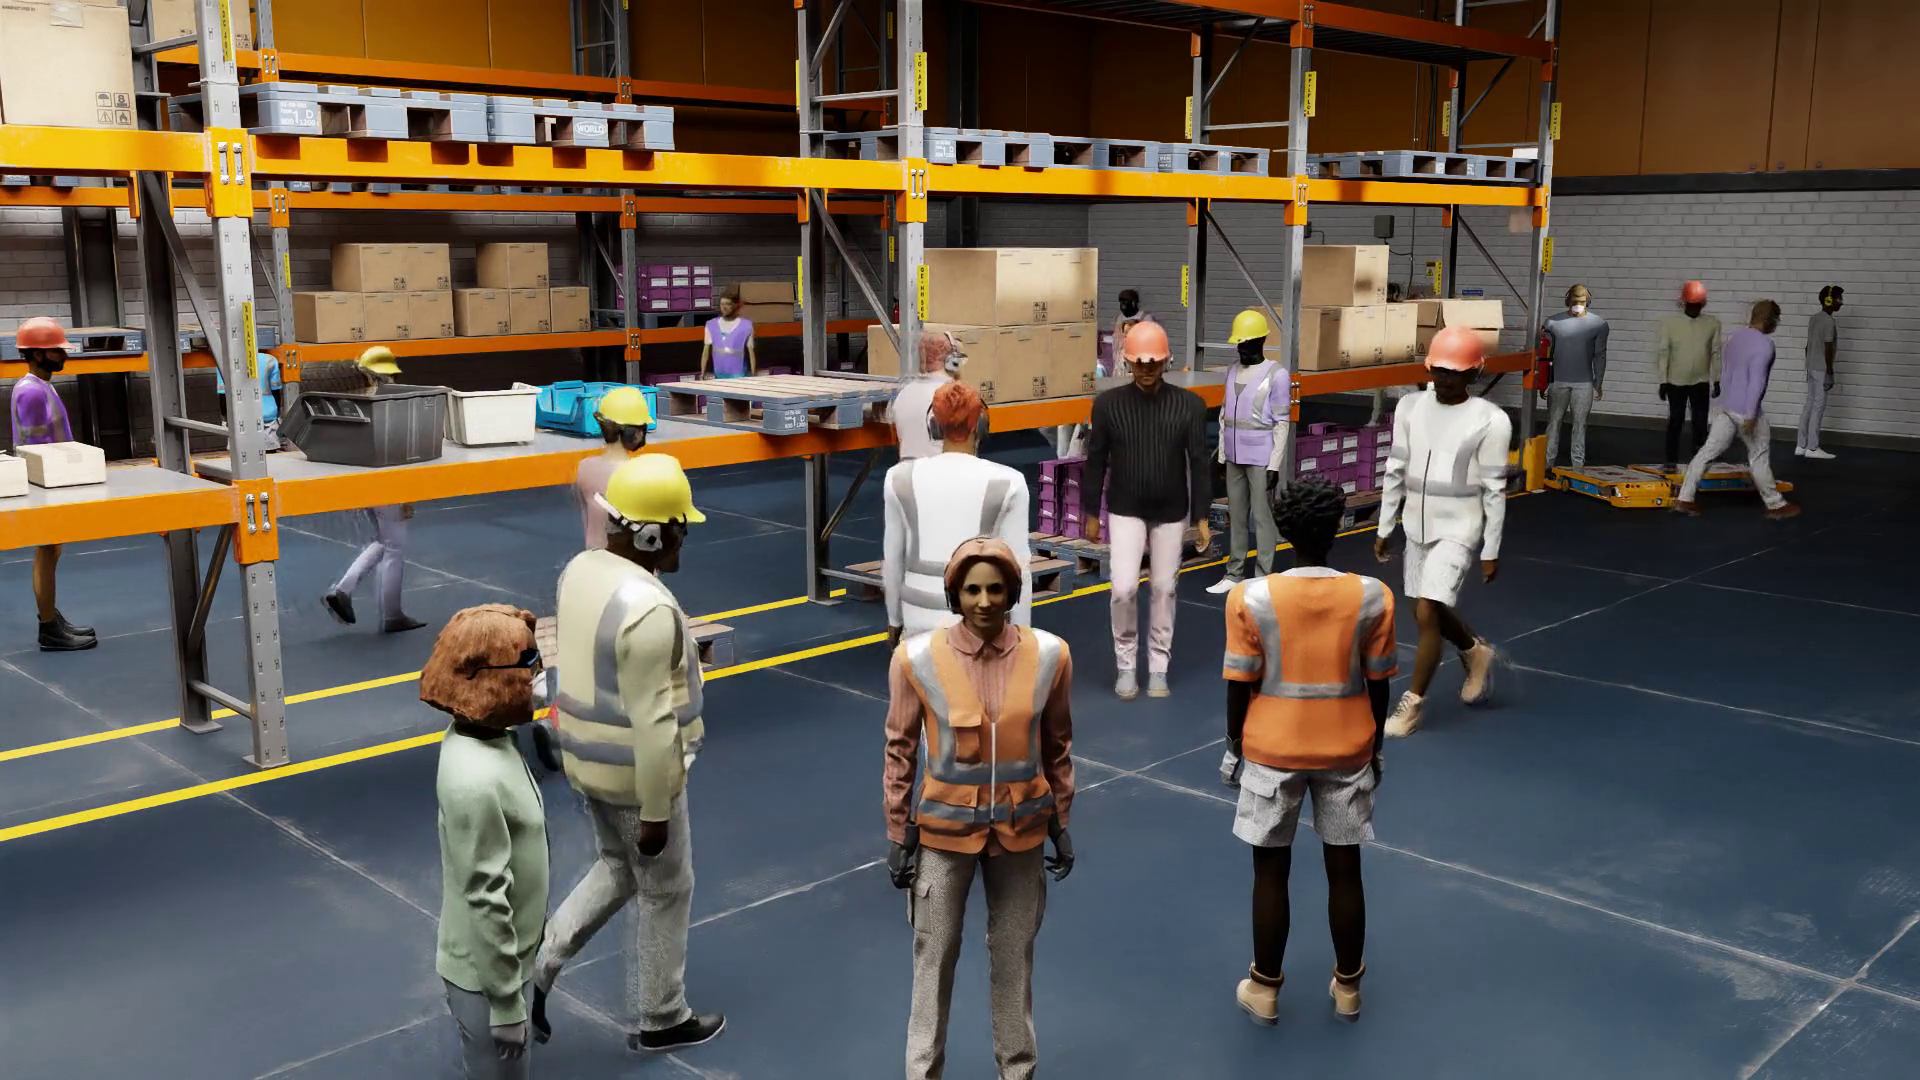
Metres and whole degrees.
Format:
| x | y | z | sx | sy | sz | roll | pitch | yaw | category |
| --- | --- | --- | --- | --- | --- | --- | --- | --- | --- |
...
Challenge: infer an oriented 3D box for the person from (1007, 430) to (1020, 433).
| x | y | z | sx | sy | sz | roll | pitch | yaw | category |
| --- | --- | --- | --- | --- | --- | --- | --- | --- | --- |
| 0.623 | -2.260 | 20.292 | 0.565 | 1.917 | 0.452 | -3 | 11 | -15 | person |

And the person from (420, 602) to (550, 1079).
| x | y | z | sx | sy | sz | roll | pitch | yaw | category |
| --- | --- | --- | --- | --- | --- | --- | --- | --- | --- |
| -0.999 | 0.938 | 3.644 | 0.280 | 1.633 | 0.500 | -3 | 11 | -15 | person |

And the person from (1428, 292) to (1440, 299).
| x | y | z | sx | sy | sz | roll | pitch | yaw | category |
| --- | --- | --- | --- | --- | --- | --- | --- | --- | --- |
| 5.096 | -1.737 | 17.749 | 0.828 | 1.821 | 0.508 | 0 | 10 | 1 | person |

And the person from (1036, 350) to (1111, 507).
| x | y | z | sx | sy | sz | roll | pitch | yaw | category |
| --- | --- | --- | --- | --- | --- | --- | --- | --- | --- |
| 1.117 | -1.004 | 14.346 | 0.892 | 1.582 | 0.527 | -4 | 11 | -23 | person |

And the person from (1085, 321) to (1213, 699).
| x | y | z | sx | sy | sz | roll | pitch | yaw | category |
| --- | --- | --- | --- | --- | --- | --- | --- | --- | --- |
| 0.972 | -0.139 | 8.583 | 0.645 | 1.966 | 0.526 | 1 | 10 | 3 | person |

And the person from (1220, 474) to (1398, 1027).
| x | y | z | sx | sy | sz | roll | pitch | yaw | category |
| --- | --- | --- | --- | --- | --- | --- | --- | --- | --- |
| 1.050 | 0.644 | 5.063 | 0.537 | 1.698 | 0.320 | 0 | 10 | -2 | person |

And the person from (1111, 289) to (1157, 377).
| x | y | z | sx | sy | sz | roll | pitch | yaw | category |
| --- | --- | --- | --- | --- | --- | --- | --- | --- | --- |
| 1.899 | -1.910 | 18.739 | 0.646 | 1.791 | 0.961 | 9 | 14 | 41 | person |

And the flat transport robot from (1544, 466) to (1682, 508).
| x | y | z | sx | sy | sz | roll | pitch | yaw | category |
| --- | --- | --- | --- | --- | --- | --- | --- | --- | --- |
| 6.002 | -0.504 | 15.220 | 0.652 | 0.197 | 1.431 | -2 | 11 | -9 | flat transport robot |

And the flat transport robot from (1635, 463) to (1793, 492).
| x | y | z | sx | sy | sz | roll | pitch | yaw | category |
| --- | --- | --- | --- | --- | --- | --- | --- | --- | --- |
| 6.981 | -0.580 | 15.637 | 1.431 | 0.197 | 0.652 | -2 | 11 | -9 | flat transport robot |

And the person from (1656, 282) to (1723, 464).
| x | y | z | sx | sy | sz | roll | pitch | yaw | category |
| --- | --- | --- | --- | --- | --- | --- | --- | --- | --- |
| 7.269 | -1.579 | 16.548 | 0.670 | 1.951 | 0.877 | 1 | 10 | 6 | person |

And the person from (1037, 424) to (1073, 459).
| x | y | z | sx | sy | sz | roll | pitch | yaw | category |
| --- | --- | --- | --- | --- | --- | --- | --- | --- | --- |
| 0.997 | -1.482 | 16.199 | 0.599 | 1.865 | 0.453 | 8 | 13 | 37 | person |

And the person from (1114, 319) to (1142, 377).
| x | y | z | sx | sy | sz | roll | pitch | yaw | category |
| --- | --- | --- | --- | --- | --- | --- | --- | --- | --- |
| 1.624 | -1.240 | 15.502 | 0.311 | 1.638 | 0.523 | -8 | 13 | -36 | person |

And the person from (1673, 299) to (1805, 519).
| x | y | z | sx | sy | sz | roll | pitch | yaw | category |
| --- | --- | --- | --- | --- | --- | --- | --- | --- | --- |
| 6.628 | -1.096 | 14.100 | 1.082 | 1.872 | 0.672 | -1 | 10 | -5 | person |

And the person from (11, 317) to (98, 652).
| x | y | z | sx | sy | sz | roll | pitch | yaw | category |
| --- | --- | --- | --- | --- | --- | --- | --- | --- | --- |
| -5.292 | -0.325 | 9.695 | 0.375 | 1.939 | 0.546 | -5 | 11 | -25 | person |

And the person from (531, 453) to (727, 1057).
| x | y | z | sx | sy | sz | roll | pitch | yaw | category |
| --- | --- | --- | --- | --- | --- | --- | --- | --- | --- |
| -0.991 | 0.651 | 4.734 | 0.597 | 1.806 | 0.598 | -8 | 13 | -36 | person |

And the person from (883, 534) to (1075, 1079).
| x | y | z | sx | sy | sz | roll | pitch | yaw | category |
| --- | --- | --- | --- | --- | --- | --- | --- | --- | --- |
| 0.054 | 0.792 | 4.419 | 0.522 | 1.638 | 0.310 | -2 | 11 | -12 | person |

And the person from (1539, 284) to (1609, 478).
| x | y | z | sx | sy | sz | roll | pitch | yaw | category |
| --- | --- | --- | --- | --- | --- | --- | --- | --- | --- |
| 5.991 | -1.533 | 16.291 | 0.629 | 1.936 | 0.373 | 3 | 11 | 15 | person |

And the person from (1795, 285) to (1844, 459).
| x | y | z | sx | sy | sz | roll | pitch | yaw | category |
| --- | --- | --- | --- | --- | --- | --- | --- | --- | --- |
| 9.350 | -1.820 | 18.058 | 0.325 | 1.864 | 0.516 | 1 | 10 | 4 | person |

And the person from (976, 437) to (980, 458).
| x | y | z | sx | sy | sz | roll | pitch | yaw | category |
| --- | --- | --- | --- | --- | --- | --- | --- | --- | --- |
| 0.031 | -1.601 | 16.656 | 0.551 | 1.935 | 0.375 | 2 | 10 | 8 | person |

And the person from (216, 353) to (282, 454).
| x | y | z | sx | sy | sz | roll | pitch | yaw | category |
| --- | --- | --- | --- | --- | --- | --- | --- | --- | --- |
| -6.075 | -1.038 | 14.263 | 0.534 | 1.694 | 0.320 | -7 | 13 | -35 | person |

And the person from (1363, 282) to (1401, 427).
| x | y | z | sx | sy | sz | roll | pitch | yaw | category |
| --- | --- | --- | --- | --- | --- | --- | --- | --- | --- |
| 5.443 | -2.284 | 20.668 | 0.874 | 1.843 | 0.518 | -4 | 11 | -19 | person |

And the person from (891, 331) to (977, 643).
| x | y | z | sx | sy | sz | roll | pitch | yaw | category |
| --- | --- | --- | --- | --- | --- | --- | --- | --- | --- |
| -0.016 | -0.219 | 9.270 | 0.863 | 1.873 | 0.680 | -9 | 14 | -40 | person |

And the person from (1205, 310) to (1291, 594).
| x | y | z | sx | sy | sz | roll | pitch | yaw | category |
| --- | --- | --- | --- | --- | --- | --- | --- | --- | --- |
| 1.908 | -0.553 | 10.986 | 0.372 | 1.922 | 0.585 | -7 | 13 | -34 | person |

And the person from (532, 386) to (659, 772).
| x | y | z | sx | sy | sz | roll | pitch | yaw | category |
| --- | --- | --- | --- | --- | --- | --- | --- | --- | --- |
| -1.545 | 0.192 | 7.376 | 0.527 | 1.746 | 0.692 | 9 | 13 | 39 | person |

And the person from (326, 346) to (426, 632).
| x | y | z | sx | sy | sz | roll | pitch | yaw | category |
| --- | --- | --- | --- | --- | --- | --- | --- | --- | --- |
| -3.524 | -0.285 | 10.003 | 0.531 | 1.752 | 0.469 | 10 | 14 | 43 | person |

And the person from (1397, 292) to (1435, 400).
| x | y | z | sx | sy | sz | roll | pitch | yaw | category |
| --- | --- | --- | --- | --- | --- | --- | --- | --- | --- |
| 4.761 | -1.648 | 17.206 | 0.545 | 1.824 | 0.648 | -2 | 11 | -11 | person |

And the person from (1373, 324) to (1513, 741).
| x | y | z | sx | sy | sz | roll | pitch | yaw | category |
| --- | --- | --- | --- | --- | --- | --- | --- | --- | --- |
| 2.393 | -0.055 | 8.072 | 0.904 | 1.998 | 0.657 | -8 | 13 | -37 | person |

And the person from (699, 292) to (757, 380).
| x | y | z | sx | sy | sz | roll | pitch | yaw | category |
| --- | --- | --- | --- | --- | --- | --- | --- | --- | --- |
| -2.505 | -1.778 | 18.013 | 0.573 | 1.794 | 1.005 | 4 | 11 | 21 | person |

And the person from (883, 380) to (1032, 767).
| x | y | z | sx | sy | sz | roll | pitch | yaw | category |
| --- | --- | --- | --- | --- | --- | --- | --- | --- | --- |
| -0.020 | 0.324 | 6.356 | 0.592 | 1.870 | 0.499 | 2 | 11 | 10 | person |
